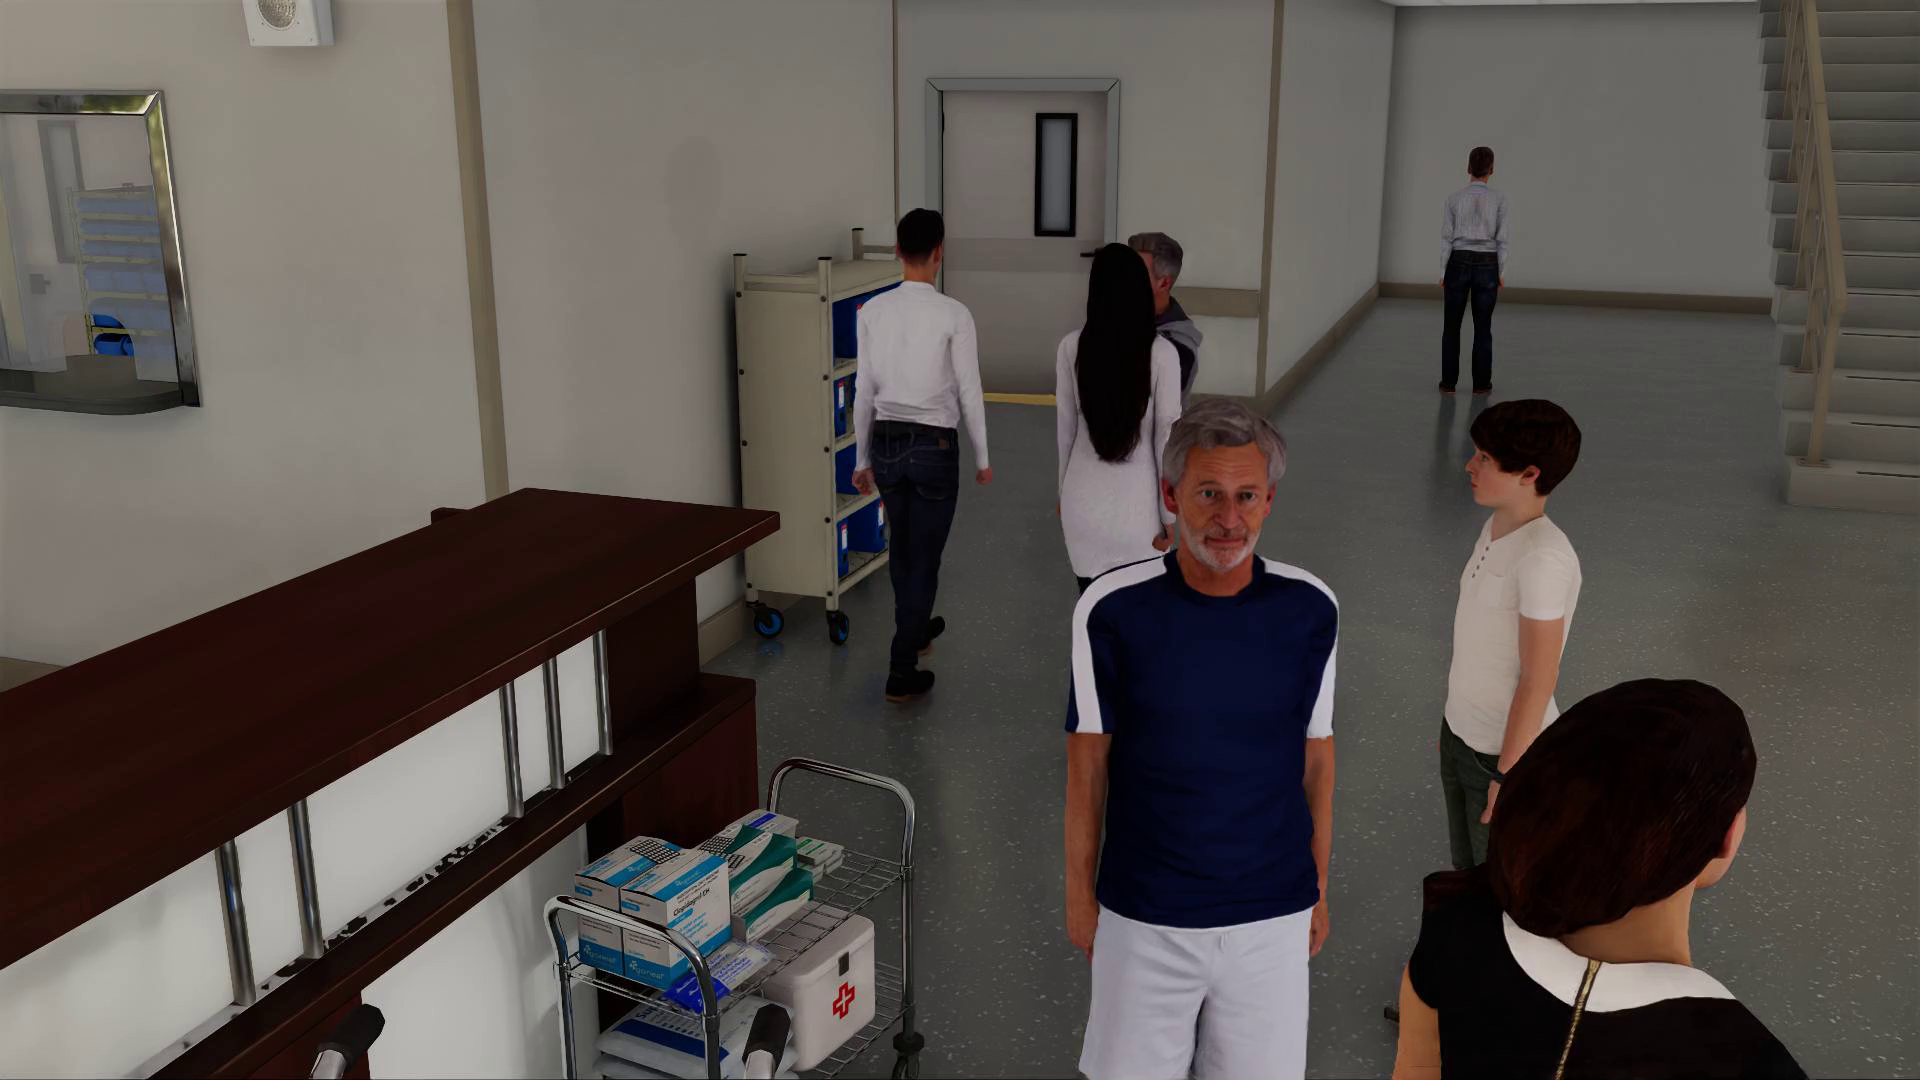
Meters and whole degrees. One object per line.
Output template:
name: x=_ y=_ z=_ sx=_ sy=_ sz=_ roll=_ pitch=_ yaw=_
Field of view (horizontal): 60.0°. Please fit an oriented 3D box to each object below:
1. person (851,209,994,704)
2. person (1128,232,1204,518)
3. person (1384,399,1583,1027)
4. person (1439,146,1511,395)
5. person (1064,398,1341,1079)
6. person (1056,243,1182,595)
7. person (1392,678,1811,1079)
person: x=-0.203 y=-0.280 z=6.243 sx=0.673 sy=1.836 sz=1.026 roll=8 pitch=17 yaw=25
person: x=0.787 y=-0.200 z=6.018 sx=0.996 sy=1.804 sz=0.990 roll=-1 pitch=16 yaw=-2
person: x=1.263 y=0.480 z=3.888 sx=0.709 sy=1.651 sz=0.585 roll=0 pitch=16 yaw=-1
person: x=3.829 y=-2.018 z=12.436 sx=0.648 sy=1.820 sz=0.564 roll=5 pitch=16 yaw=17
person: x=0.429 y=0.623 z=3.069 sx=0.869 sy=1.821 sz=1.040 roll=-1 pitch=16 yaw=-5
person: x=0.475 y=-0.066 z=5.565 sx=0.642 sy=1.792 sz=0.709 roll=7 pitch=17 yaw=22
person: x=0.547 y=1.027 z=1.736 sx=1.132 sy=1.765 sz=0.968 roll=-12 pitch=20 yaw=-36
